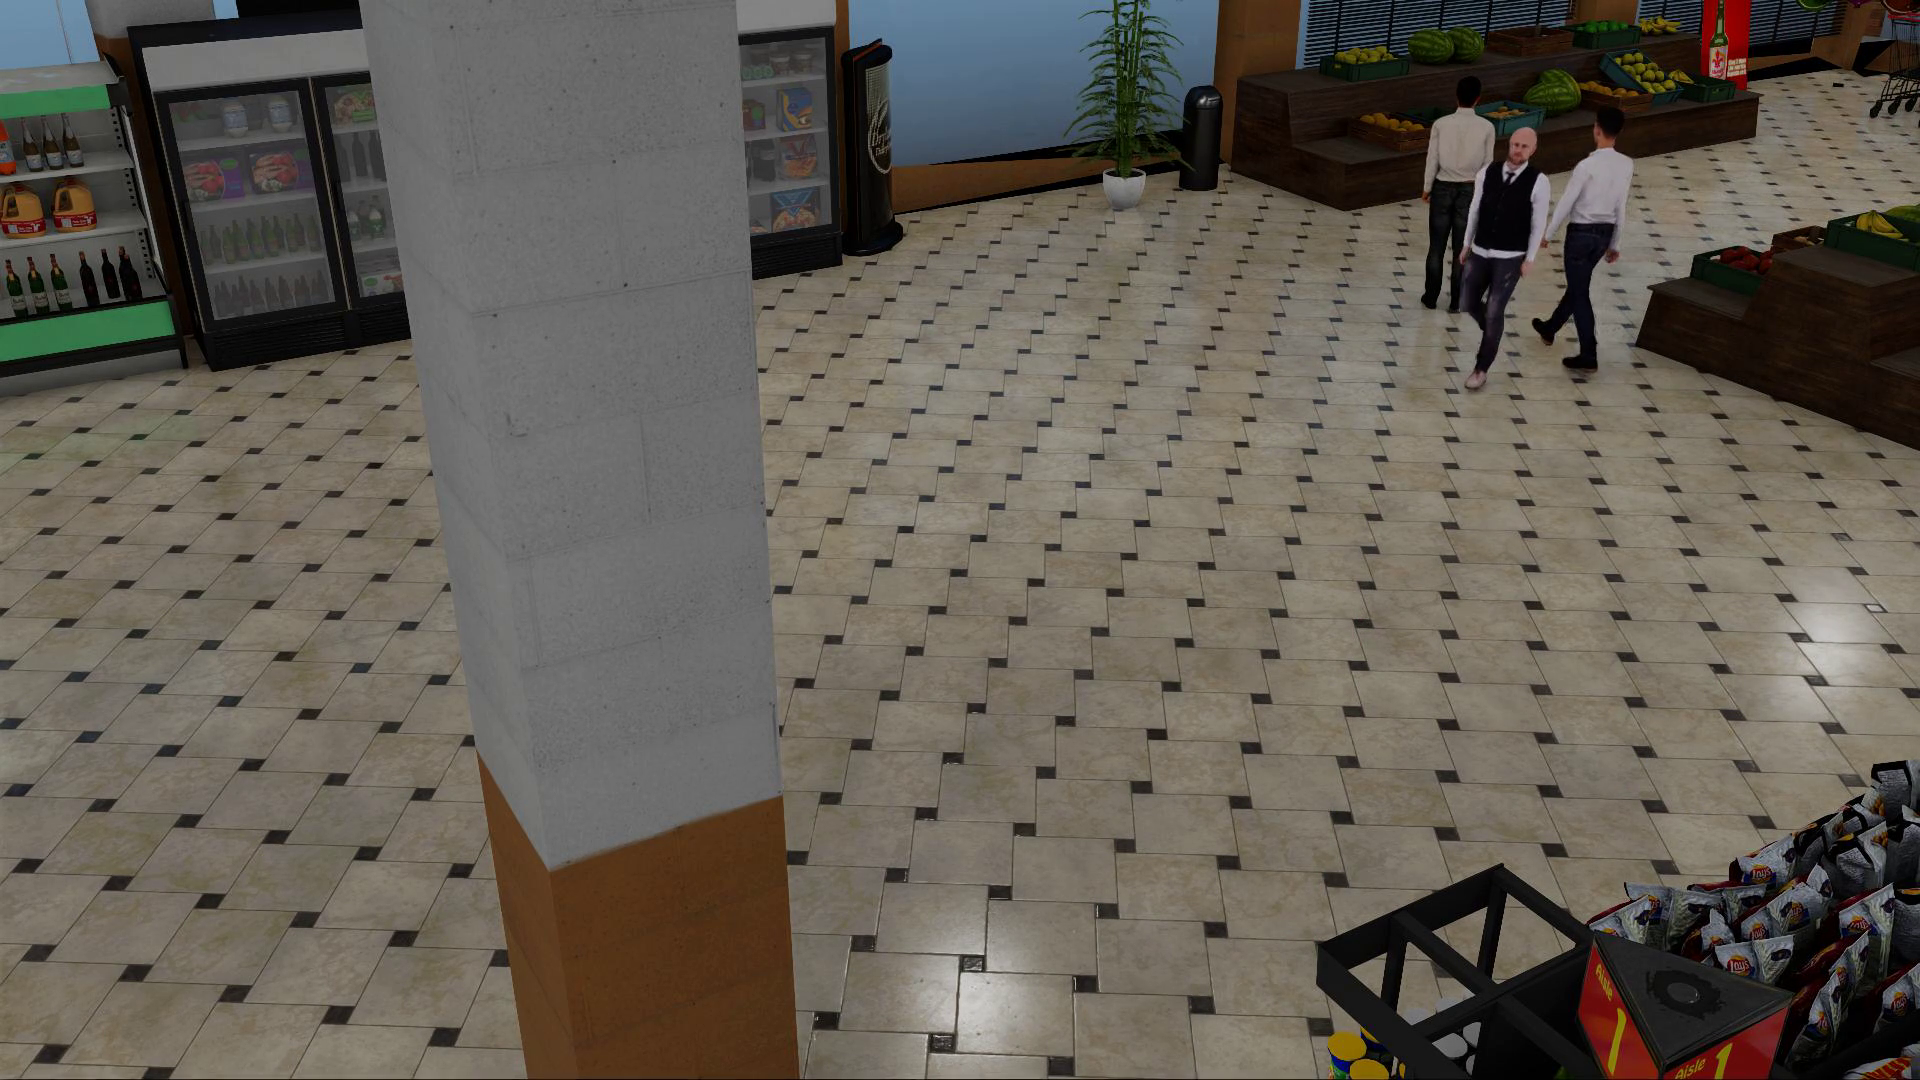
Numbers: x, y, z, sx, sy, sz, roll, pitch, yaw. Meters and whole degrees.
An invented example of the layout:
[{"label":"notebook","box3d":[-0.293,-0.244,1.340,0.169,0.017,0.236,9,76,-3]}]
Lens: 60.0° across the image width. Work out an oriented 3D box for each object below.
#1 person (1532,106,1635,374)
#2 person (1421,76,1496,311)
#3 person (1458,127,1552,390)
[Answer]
[{"label":"person","box3d":[4.477,-2.084,11.744,1.086,1.840,0.801,-10,29,-19]},{"label":"person","box3d":[3.868,-2.700,12.990,0.733,1.811,0.781,8,28,16]},{"label":"person","box3d":[3.772,-1.963,11.546,0.903,1.803,1.039,24,35,39]}]
